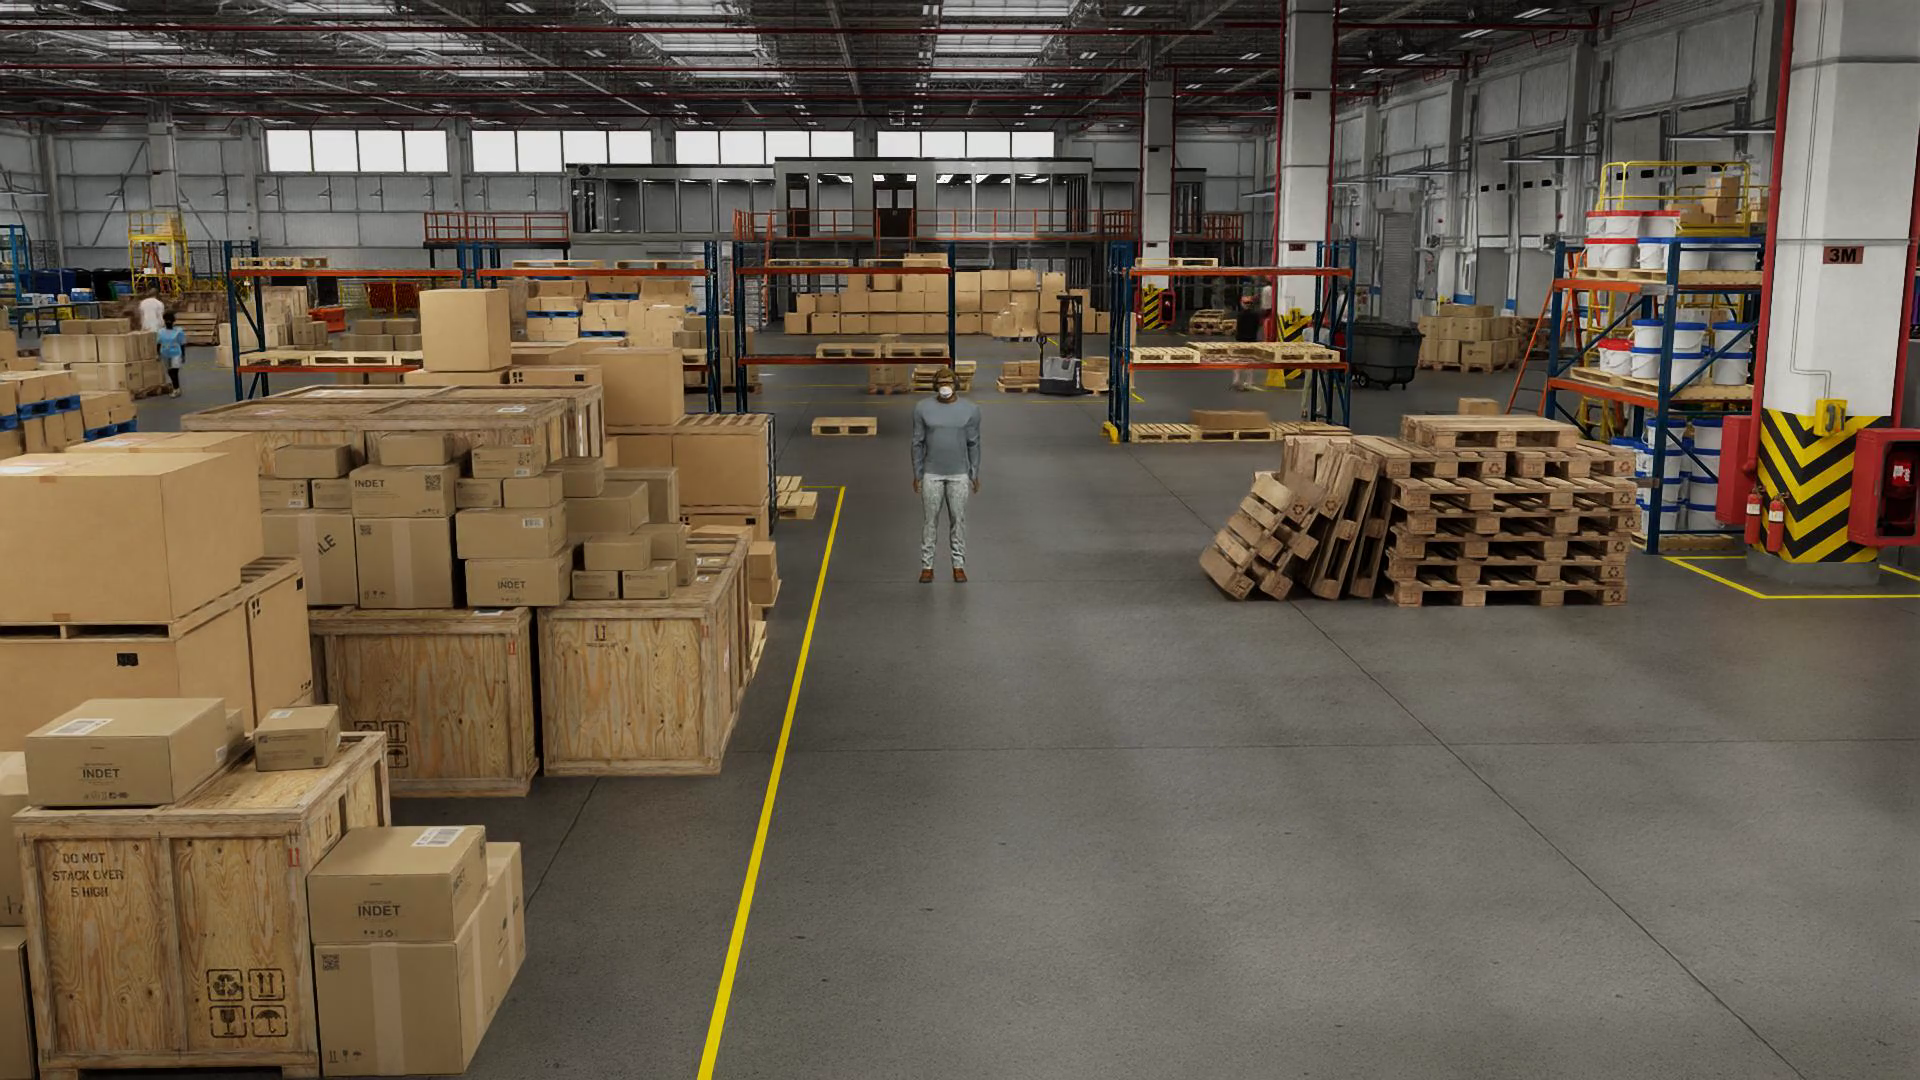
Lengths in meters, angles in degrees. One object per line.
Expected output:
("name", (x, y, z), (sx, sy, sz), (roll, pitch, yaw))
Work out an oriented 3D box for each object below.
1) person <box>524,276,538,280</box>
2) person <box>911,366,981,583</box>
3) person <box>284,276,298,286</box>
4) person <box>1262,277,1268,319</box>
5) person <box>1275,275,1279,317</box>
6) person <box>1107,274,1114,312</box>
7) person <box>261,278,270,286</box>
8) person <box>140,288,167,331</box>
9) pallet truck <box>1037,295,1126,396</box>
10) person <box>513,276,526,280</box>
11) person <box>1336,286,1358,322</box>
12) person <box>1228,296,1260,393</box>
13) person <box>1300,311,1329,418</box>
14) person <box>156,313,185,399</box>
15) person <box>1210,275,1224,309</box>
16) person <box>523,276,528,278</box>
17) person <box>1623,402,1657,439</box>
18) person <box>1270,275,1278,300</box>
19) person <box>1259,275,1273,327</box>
("person", (-15.814, -8.978, 61.361), (0.605, 2.033, 0.395), (0, 10, -1))
("person", (-0.126, -0.581, 14.838), (0.627, 1.940, 0.371), (0, 10, -1))
("person", (-28.485, -10.596, 70.777), (0.572, 1.887, 0.354), (0, 10, -1))
("person", (12.039, -9.431, 64.814), (0.529, 1.697, 0.321), (0, 10, -1))
("person", (12.121, -9.144, 62.718), (1.032, 1.882, 0.560), (-6, 12, -29))
("person", (5.927, -9.694, 66.094), (0.533, 1.765, 0.330), (-7, 12, -33))
("person", (-19.746, -6.479, 47.414), (0.706, 2.000, 0.999), (2, 10, 9))
("person", (-19.521, -5.166, 40.420), (0.656, 1.918, 0.583), (3, 11, 16))
("pallet truck", (2.483, -3.881, 33.060), (1.885, 1.965, 0.823), (-7, 13, -36))
("person", (-18.897, -10.702, 71.390), (0.568, 1.883, 1.013), (-3, 11, -17))
("person", (10.771, -6.218, 46.649), (0.626, 1.796, 0.943), (9, 14, 42))
("person", (5.741, -3.943, 33.575), (0.664, 1.937, 0.675), (-5, 12, -28))
("person", (6.119, -3.025, 28.665), (0.517, 1.865, 0.327), (0, 10, -1))
("person", (-15.364, -3.611, 32.465), (0.525, 1.670, 0.805), (0, 10, -2))
("person", (10.557, -10.155, 68.476), (0.592, 1.832, 0.629), (-9, 13, -40))
("person", (-21.090, -12.247, 80.028), (0.609, 1.877, 1.057), (-5, 11, -27))
("person", (8.522, -1.543, 20.770), (0.483, 1.735, 0.314), (0, 10, -1))
("person", (14.238, -11.354, 74.892), (0.616, 1.927, 0.593), (1, 10, 7))
("person", (9.667, -7.372, 52.584), (0.763, 1.973, 0.623), (-2, 10, -12))
